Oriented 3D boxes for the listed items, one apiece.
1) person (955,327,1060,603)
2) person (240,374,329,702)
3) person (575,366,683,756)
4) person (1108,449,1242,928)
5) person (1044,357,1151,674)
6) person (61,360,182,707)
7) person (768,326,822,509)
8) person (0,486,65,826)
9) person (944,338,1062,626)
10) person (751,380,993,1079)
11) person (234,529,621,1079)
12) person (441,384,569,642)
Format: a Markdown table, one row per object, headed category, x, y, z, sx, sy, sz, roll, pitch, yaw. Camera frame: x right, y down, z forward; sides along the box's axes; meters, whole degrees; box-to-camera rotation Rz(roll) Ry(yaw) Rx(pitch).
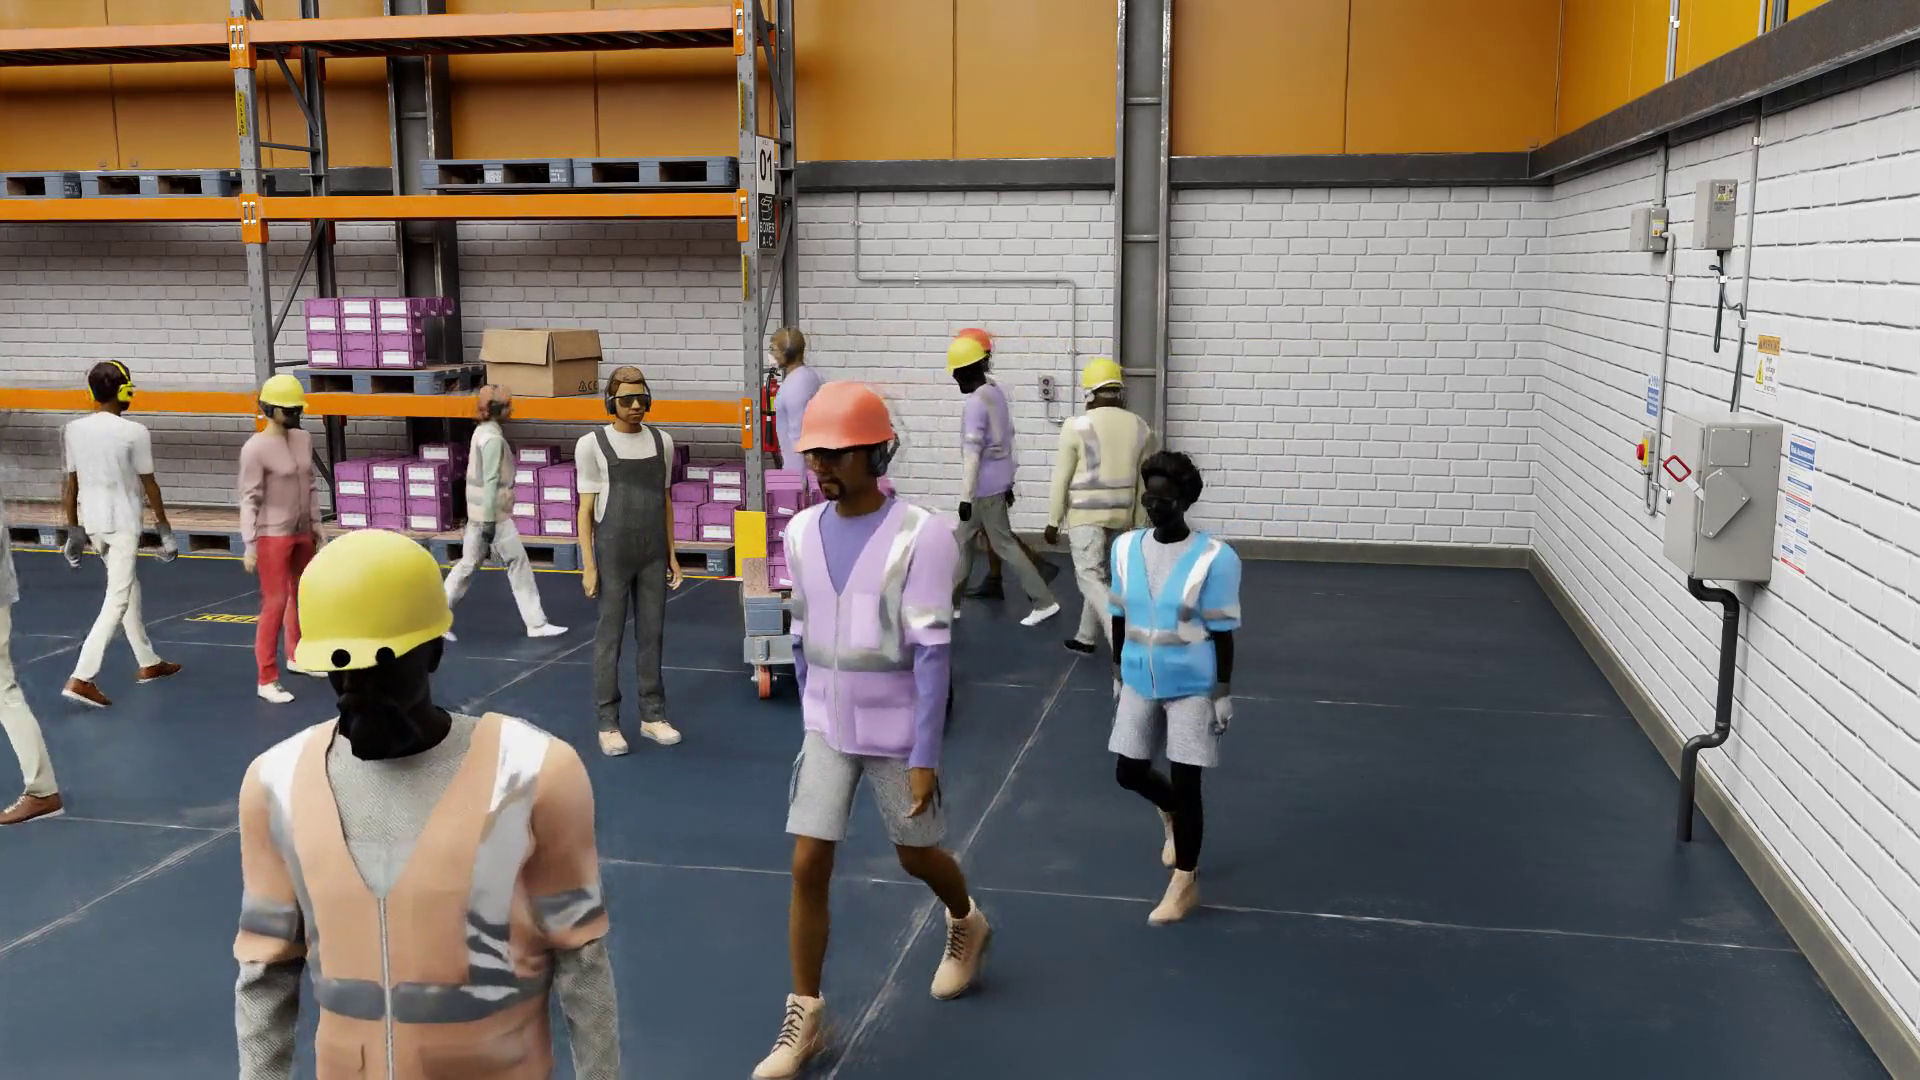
| category | x | y | z | sx | sy | sz | roll | pitch | yaw |
| --- | --- | --- | --- | --- | --- | --- | --- | --- | --- |
| person | 0.303 | -0.498 | 11.344 | 0.750 | 1.901 | 0.578 | 3 | 10 | 16 |
| person | -3.662 | -0.029 | 9.006 | 0.407 | 1.754 | 0.571 | 2 | 10 | 15 |
| person | -1.566 | 0.093 | 7.934 | 0.514 | 1.844 | 0.333 | -8 | 12 | -39 |
| person | 0.783 | 0.504 | 5.958 | 0.539 | 1.686 | 0.487 | 7 | 12 | 35 |
| person | 0.824 | -0.143 | 9.506 | 0.594 | 1.804 | 0.856 | -6 | 11 | -31 |
| person | -4.540 | -0.047 | 8.892 | 0.515 | 1.821 | 0.983 | 2 | 10 | 13 |
| person | -0.963 | -0.457 | 11.007 | 0.689 | 1.926 | 0.666 | 1 | 9 | 4 |
| person | -4.090 | 0.294 | 6.746 | 0.748 | 1.846 | 0.535 | -7 | 12 | -36 |
| person | 0.206 | -0.365 | 10.651 | 0.965 | 1.868 | 0.621 | 2 | 10 | 10 |
| person | -0.229 | 0.518 | 4.919 | 0.616 | 2.007 | 0.997 | 5 | 11 | 30 |
| person | -0.882 | 0.927 | 2.706 | 0.617 | 1.906 | 0.539 | 1 | 10 | 9 |
| person | -2.910 | -0.159 | 10.183 | 0.856 | 1.599 | 0.547 | -4 | 10 | -24 |
